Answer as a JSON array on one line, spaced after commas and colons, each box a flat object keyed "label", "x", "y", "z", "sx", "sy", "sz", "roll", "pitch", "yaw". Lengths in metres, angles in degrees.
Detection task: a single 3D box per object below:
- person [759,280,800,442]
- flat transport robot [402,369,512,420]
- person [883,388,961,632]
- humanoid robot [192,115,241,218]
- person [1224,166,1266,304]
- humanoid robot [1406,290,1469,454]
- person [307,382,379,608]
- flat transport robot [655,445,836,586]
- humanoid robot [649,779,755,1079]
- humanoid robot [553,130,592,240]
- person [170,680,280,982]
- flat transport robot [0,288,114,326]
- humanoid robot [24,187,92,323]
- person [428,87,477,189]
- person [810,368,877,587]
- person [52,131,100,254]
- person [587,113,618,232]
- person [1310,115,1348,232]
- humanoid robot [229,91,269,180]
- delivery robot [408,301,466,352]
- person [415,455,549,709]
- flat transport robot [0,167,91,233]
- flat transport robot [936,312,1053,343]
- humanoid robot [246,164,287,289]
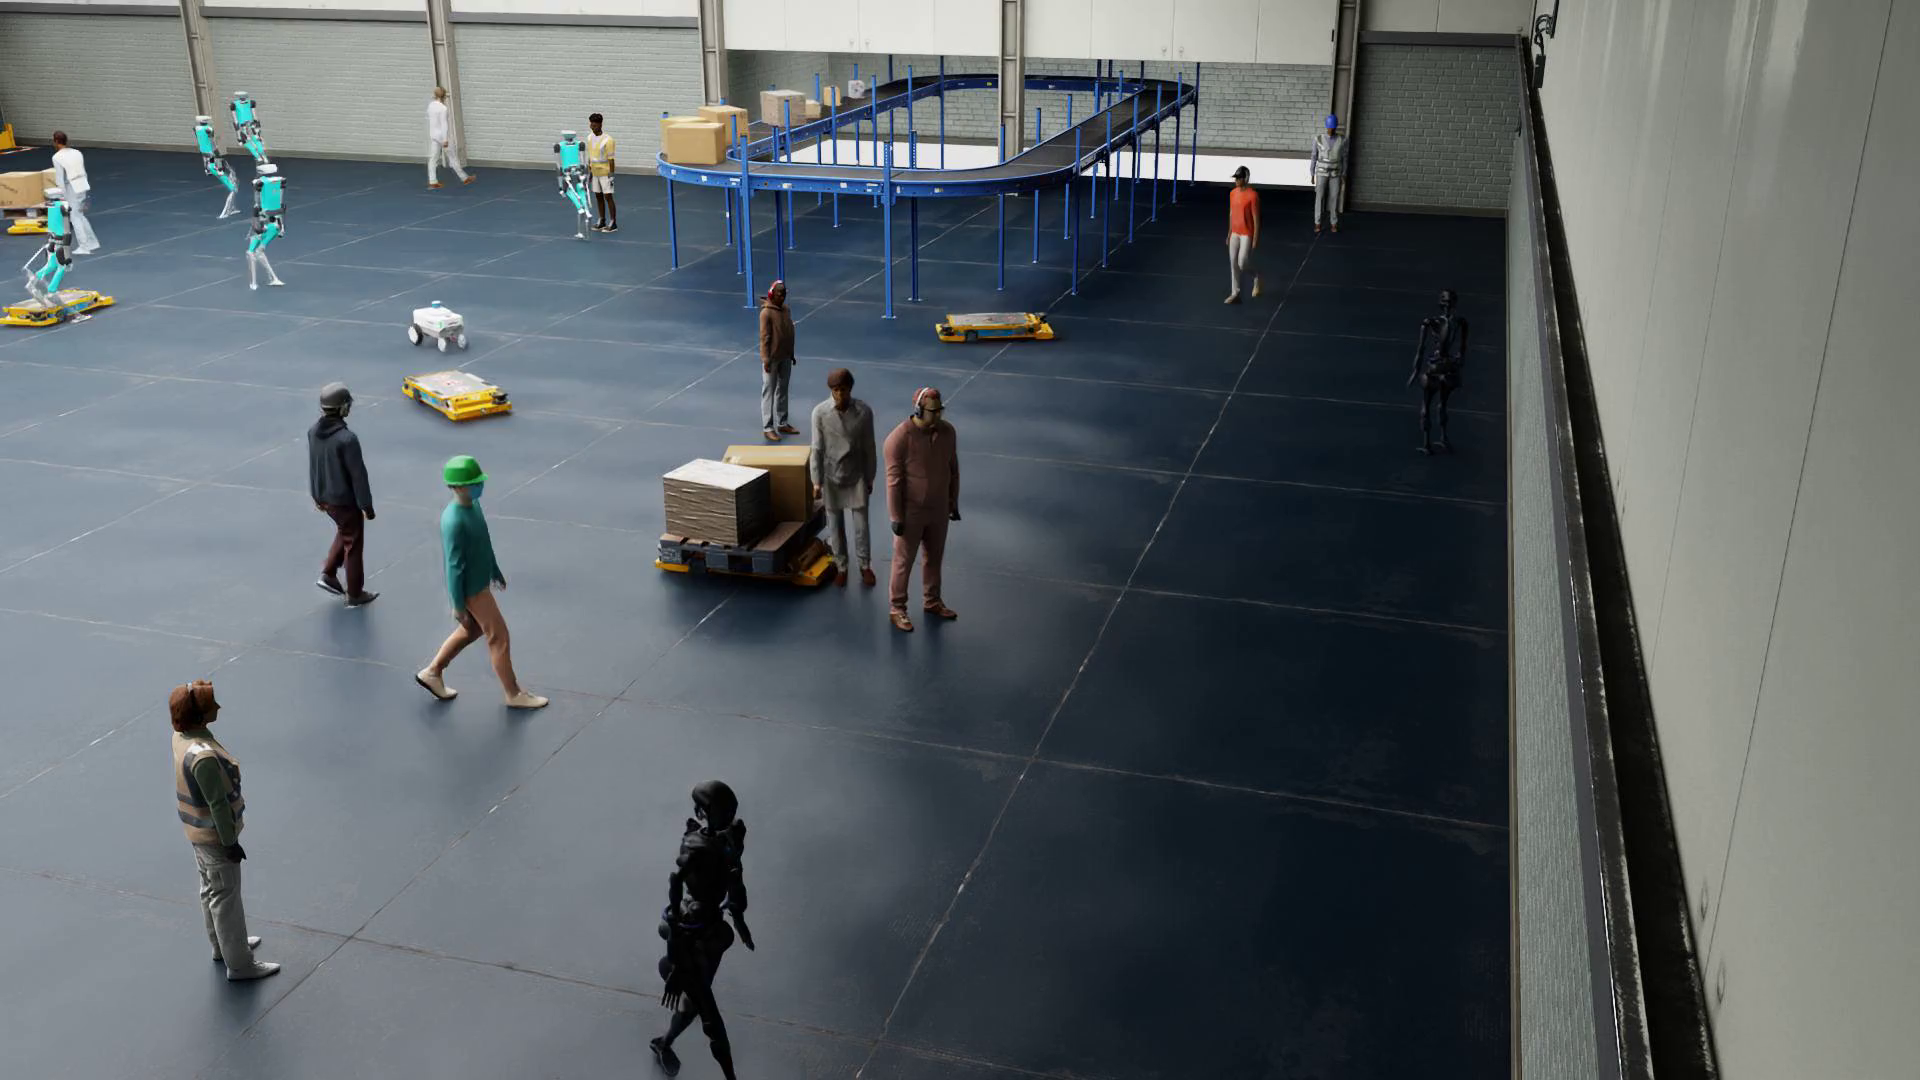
[{"label": "person", "x": -1.882, "y": -1.854, "z": 17.066, "sx": 0.327, "sy": 1.647, "sz": 0.458, "roll": 14, "pitch": 25, "yaw": 33}, {"label": "flat transport robot", "x": -5.576, "y": -1.616, "z": 18.369, "sx": 0.659, "sy": 0.231, "sz": 1.431, "roll": -17, "pitch": 27, "yaw": -36}, {"label": "person", "x": -0.262, "y": -0.236, "z": 12.548, "sx": 0.658, "sy": 1.896, "sz": 0.400, "roll": -15, "pitch": 26, "yaw": -34}, {"label": "humanoid robot", "x": -12.876, "y": -6.541, "z": 29.143, "sx": 0.549, "sy": 1.820, "sz": 0.814, "roll": 16, "pitch": 26, "yaw": 35}, {"label": "person", "x": 3.891, "y": -4.173, "z": 22.755, "sx": 0.613, "sy": 1.896, "sz": 0.487, "roll": -15, "pitch": 26, "yaw": -34}, {"label": "humanoid robot", "x": 4.751, "y": -1.676, "z": 16.564, "sx": 0.591, "sy": 1.652, "sz": 0.342, "roll": -6, "pitch": 22, "yaw": -16}, {"label": "person", "x": -4.794, "y": -0.347, "z": 12.946, "sx": 0.549, "sy": 1.802, "sz": 0.409, "roll": 14, "pitch": 25, "yaw": 32}, {"label": "flat transport robot", "x": -1.756, "y": 0.122, "z": 13.862, "sx": 1.431, "sy": 0.231, "sz": 0.659, "roll": 6, "pitch": 22, "yaw": 15}, {"label": "humanoid robot", "x": -1.202, "y": 1.812, "z": 7.591, "sx": 0.727, "sy": 1.628, "sz": 0.584, "roll": 10, "pitch": 23, "yaw": 24}, {"label": "humanoid robot", "x": -6.183, "y": -5.649, "z": 26.931, "sx": 0.532, "sy": 1.886, "sz": 0.717, "roll": -14, "pitch": 25, "yaw": -32}, {"label": "person", "x": -3.780, "y": 1.473, "z": 8.448, "sx": 0.306, "sy": 1.640, "sz": 0.513, "roll": -16, "pitch": 26, "yaw": -35}, {"label": "flat transport robot", "x": -12.097, "y": -3.114, "z": 22.254, "sx": 0.659, "sy": 0.231, "sz": 1.431, "roll": 4, "pitch": 21, "yaw": 10}, {"label": "humanoid robot", "x": -11.860, "y": -3.644, "z": 21.581, "sx": 0.535, "sy": 1.770, "sz": 0.808, "roll": 16, "pitch": 26, "yaw": 36}, {"label": "person", "x": -9.876, "y": -7.740, "z": 31.993, "sx": 0.638, "sy": 1.888, "sz": 0.991, "roll": 18, "pitch": 27, "yaw": 38}, {"label": "person", "x": -0.931, "y": -0.488, "z": 13.298, "sx": 0.523, "sy": 1.820, "sz": 0.453, "roll": 0, "pitch": 21, "yaw": 0}, {"label": "person", "x": -13.866, "y": -5.444, "z": 26.055, "sx": 0.432, "sy": 1.893, "sz": 0.648, "roll": 2, "pitch": 21, "yaw": 5}, {"label": "person", "x": -5.973, "y": -6.125, "z": 27.723, "sx": 0.603, "sy": 1.958, "sz": 0.372, "roll": 17, "pitch": 27, "yaw": 36}, {"label": "person", "x": 6.132, "y": -6.099, "z": 27.695, "sx": 0.611, "sy": 1.933, "sz": 0.413, "roll": 0, "pitch": 21, "yaw": 0}, {"label": "humanoid robot", "x": -13.747, "y": -7.792, "z": 32.420, "sx": 0.703, "sy": 1.835, "sz": 0.530, "roll": 16, "pitch": 26, "yaw": 35}, {"label": "delivery robot", "x": -6.506, "y": -2.671, "z": 20.732, "sx": 0.816, "sy": 0.612, "sz": 0.499, "roll": 20, "pitch": 28, "yaw": 41}, {"label": "person", "x": -3.337, "y": 0.284, "z": 11.256, "sx": 0.880, "sy": 1.842, "sz": 0.520, "roll": -1, "pitch": 21, "yaw": -3}, {"label": "flat transport robot", "x": -15.567, "y": -5.438, "z": 28.283, "sx": 0.659, "sy": 0.231, "sz": 1.431, "roll": -3, "pitch": 21, "yaw": -7}, {"label": "flat transport robot", "x": 0.432, "y": -2.710, "z": 21.207, "sx": 1.431, "sy": 0.231, "sz": 0.659, "roll": -2, "pitch": 21, "yaw": -6}, {"label": "humanoid robot", "x": -9.989, "y": -4.467, "z": 23.734, "sx": 0.821, "sy": 1.785, "sz": 0.588, "roll": 11, "pitch": 24, "yaw": 26}]
